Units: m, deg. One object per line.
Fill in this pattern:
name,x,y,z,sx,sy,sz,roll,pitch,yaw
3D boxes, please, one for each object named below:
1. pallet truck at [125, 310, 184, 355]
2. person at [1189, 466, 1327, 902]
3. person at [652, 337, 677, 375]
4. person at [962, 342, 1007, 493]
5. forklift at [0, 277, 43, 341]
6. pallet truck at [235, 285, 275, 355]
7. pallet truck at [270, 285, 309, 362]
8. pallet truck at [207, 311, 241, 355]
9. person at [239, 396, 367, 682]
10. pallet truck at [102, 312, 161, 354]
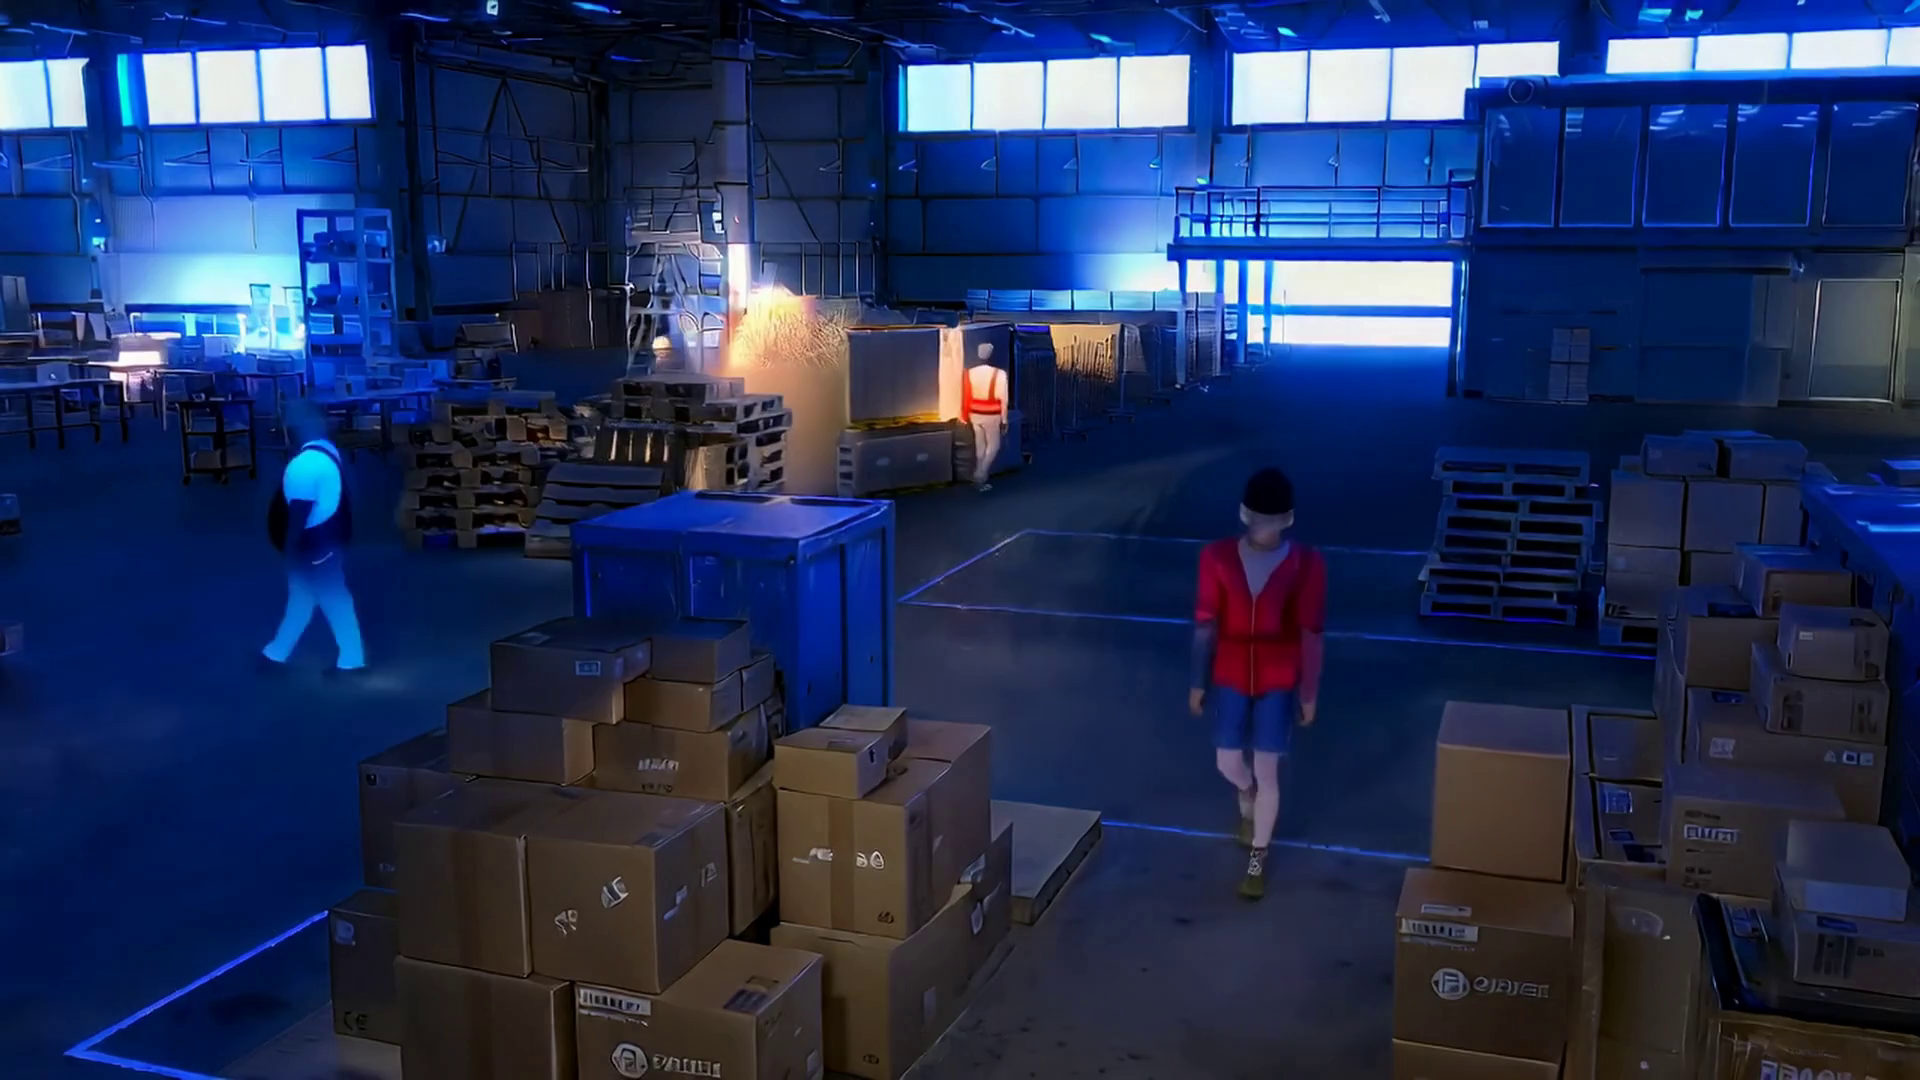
pallet truck,-22.038,-5.665,45.457,0.704,1.261,1.522,3,11,17
person,1.426,0.633,7.934,0.624,2.019,0.790,4,11,21
person,-4.106,-2.005,23.545,0.529,1.749,0.535,-7,12,-35
person,0.273,-1.473,20.211,0.579,1.867,0.638,5,11,25
forklift,-27.151,-6.329,46.328,1.157,1.987,2.680,3,11,17
pallet truck,-18.327,-5.835,44.421,0.823,1.965,1.885,4,11,23
pallet truck,-17.147,-5.700,43.663,0.823,1.965,1.885,3,11,17
pallet truck,-19.537,-5.575,44.913,0.653,1.274,1.630,3,11,19
person,-4.609,-0.013,11.511,0.957,2.000,0.702,-1,10,-7
pallet truck,-23.057,-5.777,46.261,0.680,1.201,1.601,3,11,19
